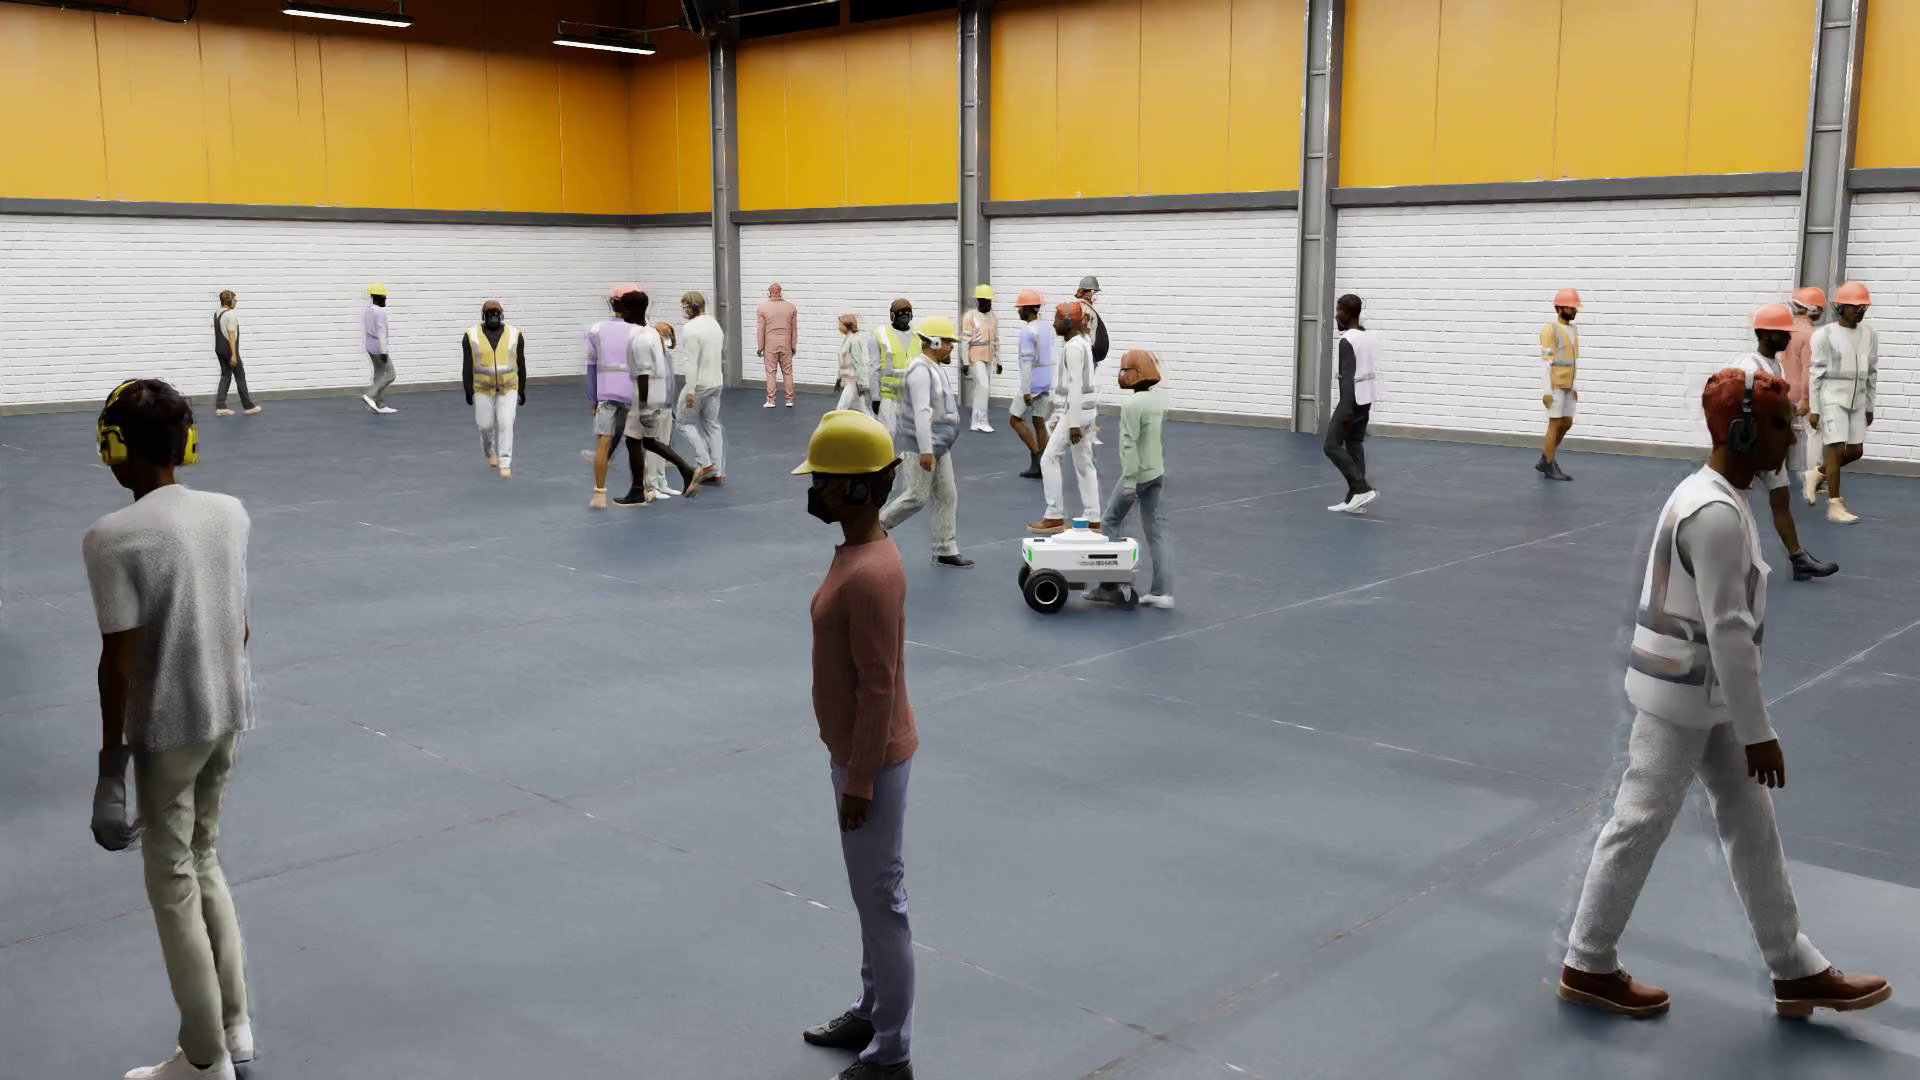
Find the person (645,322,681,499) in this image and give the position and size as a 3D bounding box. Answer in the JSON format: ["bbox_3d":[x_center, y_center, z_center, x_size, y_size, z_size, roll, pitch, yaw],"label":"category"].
[{"bbox_3d":[-2.760,-1.200,15.416,0.282,1.631,0.503,2,9,12],"label":"person"}]

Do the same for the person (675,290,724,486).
[{"bbox_3d":[-2.525,-1.471,16.208,0.470,1.912,0.664,4,10,24],"label":"person"}]

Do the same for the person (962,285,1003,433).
[{"bbox_3d":[0.358,-2.329,21.476,0.650,1.907,0.612,8,12,39],"label":"person"}]

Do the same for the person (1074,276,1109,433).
[{"bbox_3d":[1.670,-2.414,21.616,0.536,2.000,0.681,0,9,0],"label":"person"}]

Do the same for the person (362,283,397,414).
[{"bbox_3d":[-8.496,-2.789,24.296,0.447,1.913,0.617,-7,11,-35],"label":"person"}]

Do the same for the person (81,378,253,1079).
[{"bbox_3d":[-2.020,0.520,4.251,0.390,1.847,0.530,3,10,20],"label":"person"}]

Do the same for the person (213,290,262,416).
[{"bbox_3d":[-10.530,-2.698,24.082,0.547,1.828,0.627,6,11,33],"label":"person"}]

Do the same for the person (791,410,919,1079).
[{"bbox_3d":[-0.268,0.549,4.289,0.314,1.769,0.525,-1,9,-8],"label":"person"}]

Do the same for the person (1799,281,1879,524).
[{"bbox_3d":[7.389,-1.169,14.029,0.618,2.022,0.720,-2,9,-11],"label":"person"}]

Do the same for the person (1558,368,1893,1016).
[{"bbox_3d":[2.141,0.462,4.563,0.923,1.840,0.590,5,11,29],"label":"person"}]

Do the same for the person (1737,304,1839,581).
[{"bbox_3d":[5.499,-0.664,11.375,0.563,1.879,1.012,-8,12,-39],"label":"person"}]

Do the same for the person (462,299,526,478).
[{"bbox_3d":[-4.783,-1.566,17.108,0.629,1.822,0.673,-3,10,-17],"label":"person"}]

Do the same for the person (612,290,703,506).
[{"bbox_3d":[-2.732,-1.254,14.812,0.712,1.941,0.626,1,9,4],"label":"person"}]

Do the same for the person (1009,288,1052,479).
[{"bbox_3d":[0.718,-1.559,16.746,0.405,1.924,0.564,6,11,34],"label":"person"}]

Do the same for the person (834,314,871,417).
[{"bbox_3d":[-1.330,-1.787,19.107,0.854,1.589,0.546,-2,9,-13],"label":"person"}]

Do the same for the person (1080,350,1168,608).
[{"bbox_3d":[1.042,-0.384,10.453,0.665,1.609,0.534,6,11,32],"label":"person"}]

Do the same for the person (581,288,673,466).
[{"bbox_3d":[-3.555,-1.739,17.754,1.005,1.945,0.621,1,9,5],"label":"person"}]

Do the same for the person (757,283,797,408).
[{"bbox_3d":[-2.812,-2.969,25.457,0.656,1.901,0.395,-4,10,-23],"label":"person"}]

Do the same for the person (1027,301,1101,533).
[{"bbox_3d":[0.821,-0.966,13.288,0.727,1.856,0.606,2,9,11],"label":"person"}]

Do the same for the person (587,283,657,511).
[{"bbox_3d":[-3.025,-1.268,14.776,0.623,1.999,0.743,1,9,8],"label":"person"}]

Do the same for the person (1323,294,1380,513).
[{"bbox_3d":[3.389,-1.164,14.374,0.436,1.908,0.605,7,11,35],"label":"person"}]

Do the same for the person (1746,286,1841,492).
[{"bbox_3d":[7.892,-1.423,15.807,0.939,1.966,0.612,0,9,-3],"label":"person"}]

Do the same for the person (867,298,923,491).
[{"bbox_3d":[-0.572,-1.384,15.916,0.638,1.838,0.429,-4,10,-23],"label":"person"}]

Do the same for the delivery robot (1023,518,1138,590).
[{"bbox_3d":[0.755,0.105,10.428,0.707,0.478,0.477,0,9,-2],"label":"delivery robot"}]

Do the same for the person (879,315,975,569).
[{"bbox_3d":[-0.302,-0.682,11.752,0.779,1.804,0.600,3,10,15],"label":"person"}]

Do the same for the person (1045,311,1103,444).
[{"bbox_3d":[1.391,-1.974,20.231,0.750,1.616,0.518,8,12,41],"label":"person"}]

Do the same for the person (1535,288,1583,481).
[{"bbox_3d":[6.035,-1.563,16.798,0.586,1.929,0.551,-7,12,-38],"label":"person"}]
